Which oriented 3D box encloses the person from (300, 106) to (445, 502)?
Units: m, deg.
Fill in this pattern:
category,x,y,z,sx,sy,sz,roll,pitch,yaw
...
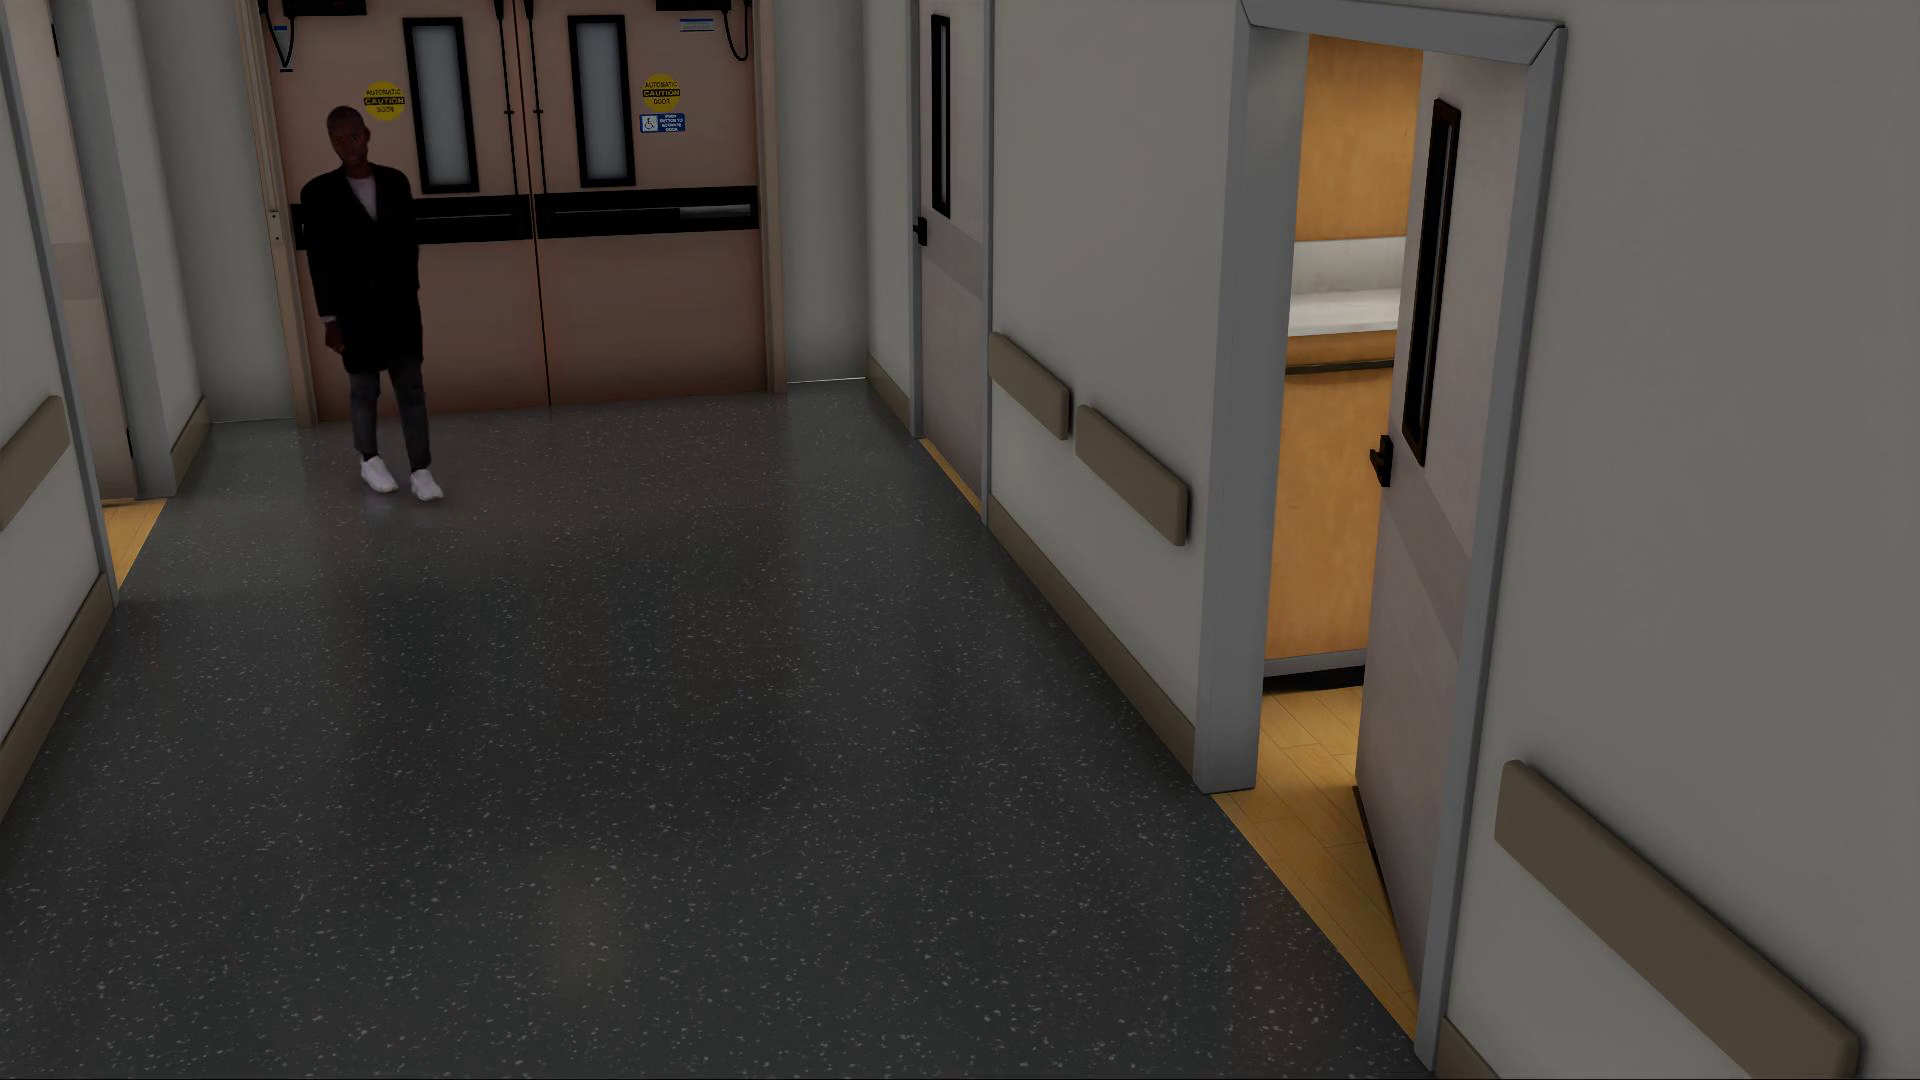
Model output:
category,x,y,z,sx,sy,sz,roll,pitch,yaw
person,-2.589,-1.022,7.296,0.840,1.726,0.997,-18,27,-39
